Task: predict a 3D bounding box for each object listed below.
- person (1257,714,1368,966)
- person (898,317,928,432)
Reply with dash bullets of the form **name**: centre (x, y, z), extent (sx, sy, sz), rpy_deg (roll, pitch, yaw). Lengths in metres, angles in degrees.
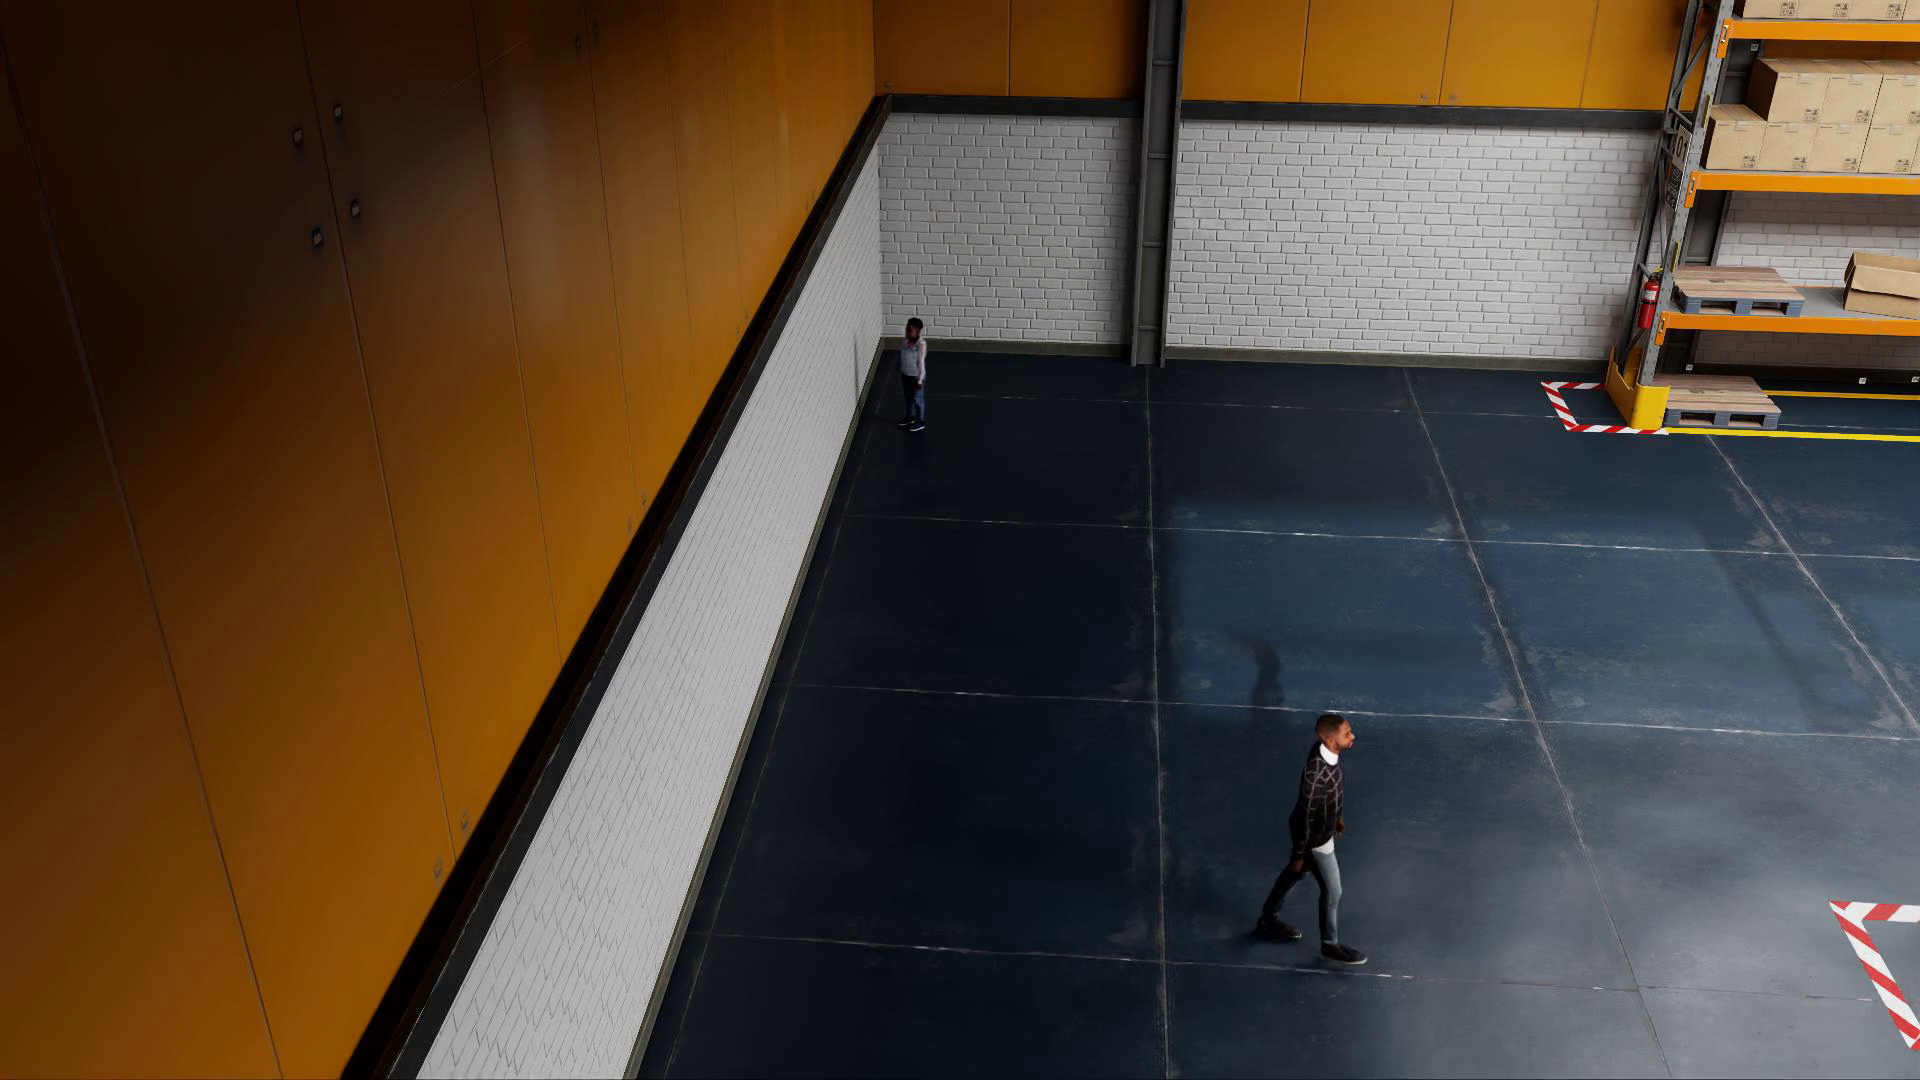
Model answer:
- **person**: centre (2.153, 1.851, 10.575), extent (1.063, 1.793, 0.872), rpy_deg (11, 30, 19)
- **person**: centre (-0.490, -1.801, 17.826), extent (0.629, 1.261, 0.568), rpy_deg (-23, 36, -35)
